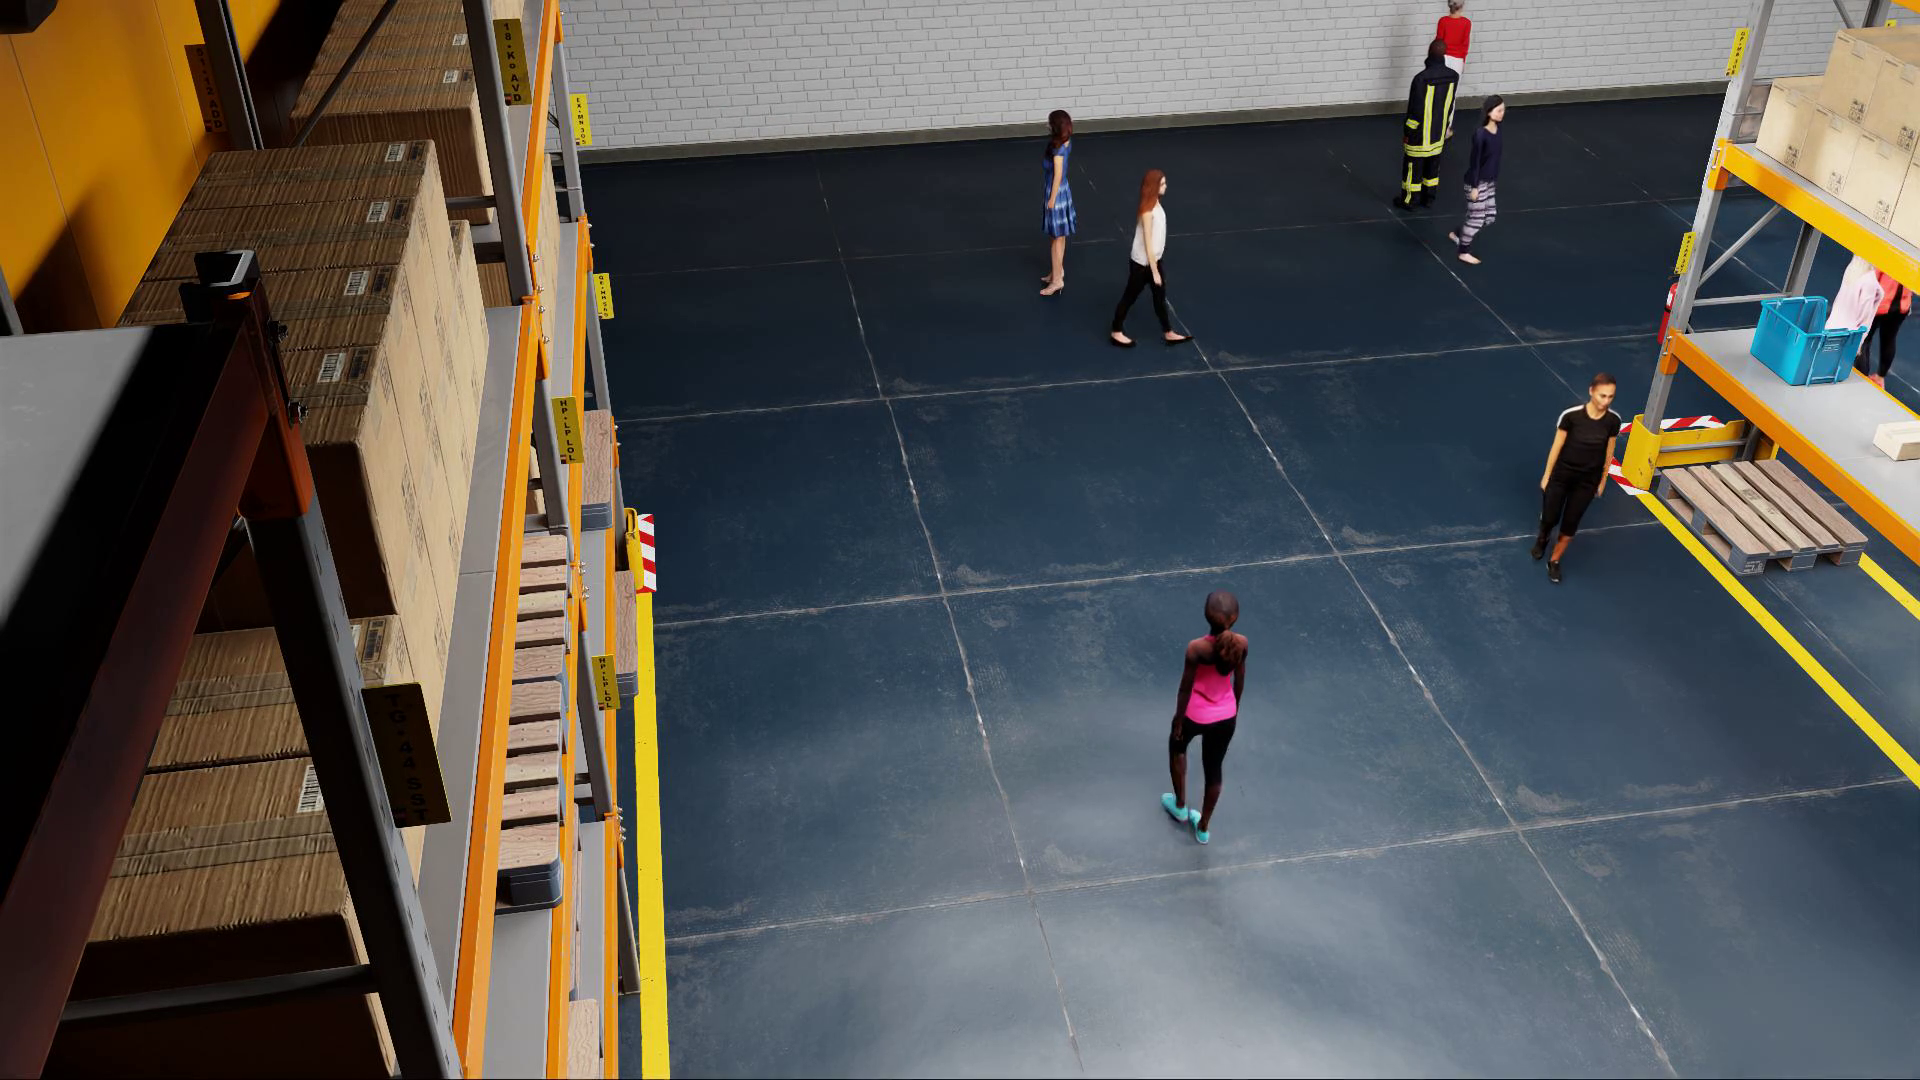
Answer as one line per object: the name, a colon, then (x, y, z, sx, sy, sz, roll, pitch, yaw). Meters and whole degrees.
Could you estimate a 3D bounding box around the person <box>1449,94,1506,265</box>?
person: (5.098, -3.596, 16.507, 0.819, 1.723, 0.765, 27, 42, 34)

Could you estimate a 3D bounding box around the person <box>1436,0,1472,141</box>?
person: (5.717, -5.553, 19.476, 0.623, 1.696, 0.643, 10, 35, 14)

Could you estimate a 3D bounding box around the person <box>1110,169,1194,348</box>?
person: (1.567, -2.491, 14.875, 0.973, 1.690, 1.015, 13, 36, 19)

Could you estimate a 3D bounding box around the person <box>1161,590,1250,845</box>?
person: (1.443, 1.067, 9.500, 0.602, 1.714, 0.641, -7, 34, -10)

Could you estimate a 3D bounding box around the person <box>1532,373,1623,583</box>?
person: (4.387, -0.496, 11.906, 0.708, 1.653, 0.756, 6, 34, 9)

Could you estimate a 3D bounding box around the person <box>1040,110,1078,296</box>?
person: (0.911, -3.226, 15.874, 0.789, 1.808, 0.612, 4, 34, 6)

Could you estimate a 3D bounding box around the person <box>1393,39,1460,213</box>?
person: (4.956, -4.413, 17.648, 0.817, 1.821, 0.768, -15, 36, -21)

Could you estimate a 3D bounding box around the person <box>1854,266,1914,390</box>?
person: (7.816, -1.916, 14.039, 0.703, 1.658, 0.834, 1, 34, 2)
